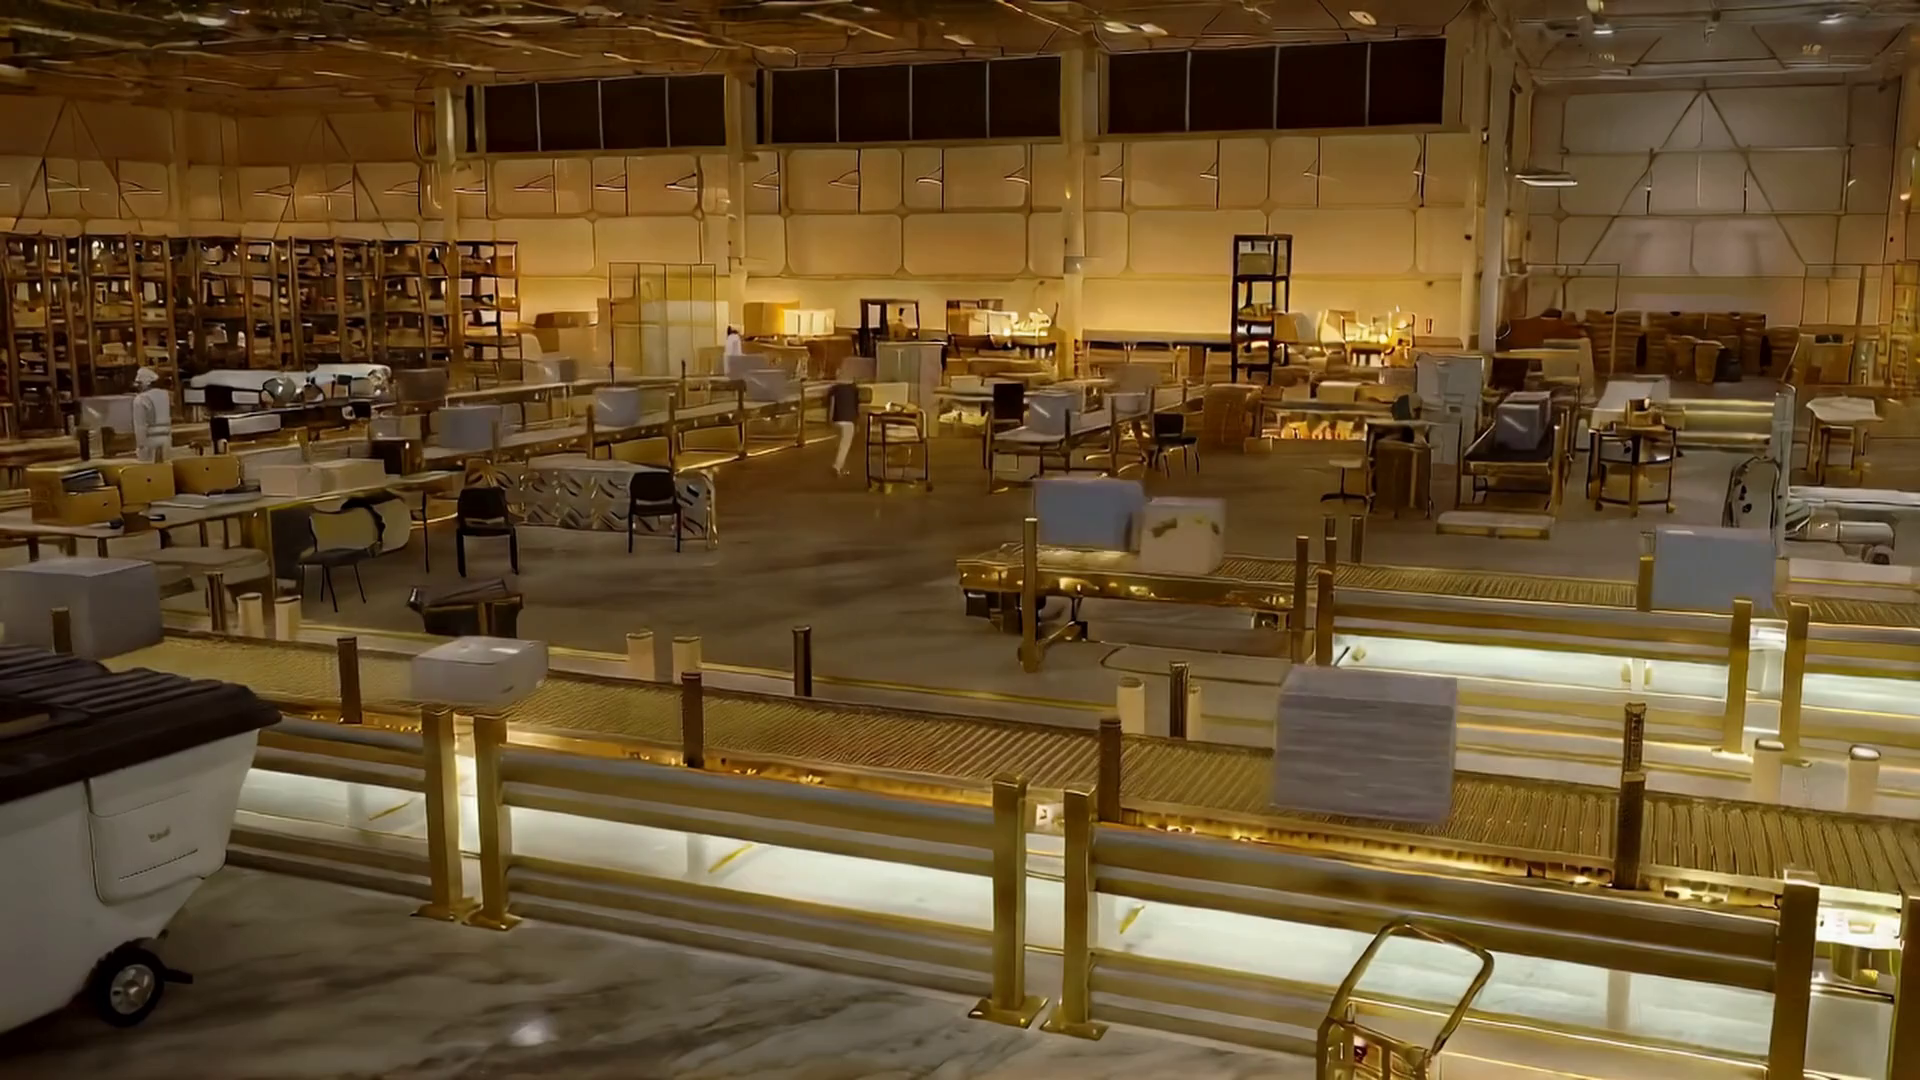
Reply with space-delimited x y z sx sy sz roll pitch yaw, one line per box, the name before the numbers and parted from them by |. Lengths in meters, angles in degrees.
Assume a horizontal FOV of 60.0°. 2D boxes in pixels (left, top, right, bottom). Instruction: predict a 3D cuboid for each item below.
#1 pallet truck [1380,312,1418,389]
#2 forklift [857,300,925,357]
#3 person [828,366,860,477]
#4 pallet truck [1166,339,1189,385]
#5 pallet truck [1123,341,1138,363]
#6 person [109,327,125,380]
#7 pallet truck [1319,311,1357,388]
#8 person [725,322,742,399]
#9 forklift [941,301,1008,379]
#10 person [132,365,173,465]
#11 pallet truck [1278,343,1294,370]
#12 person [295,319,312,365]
pallet truck | 10.207 -4.283 38.369 0.823 1.965 1.885 3 10 20
forklift | -1.732 -5.109 42.468 1.157 1.987 2.680 4 10 22
person | -1.684 -1.674 23.726 0.508 1.608 0.603 4 10 21
pallet truck | 5.418 -4.269 40.420 0.704 1.261 1.522 3 10 20
pallet truck | 4.445 -4.380 41.279 0.680 1.201 1.601 4 10 22
person | -19.485 -4.231 38.544 0.566 1.835 0.376 6 11 32
pallet truck | 9.071 -4.419 39.190 0.823 1.965 1.885 5 10 26
person | -5.111 -4.060 37.712 0.526 1.769 0.329 8 13 41
forklift | 0.365 -4.966 41.571 1.157 1.987 2.680 3 10 20
person | -9.795 -1.198 20.171 0.403 1.830 0.600 2 10 12
pallet truck | 7.886 -4.163 39.743 0.653 1.274 1.630 4 10 22
person | -15.934 -4.573 40.328 0.648 1.971 0.705 8 12 39
